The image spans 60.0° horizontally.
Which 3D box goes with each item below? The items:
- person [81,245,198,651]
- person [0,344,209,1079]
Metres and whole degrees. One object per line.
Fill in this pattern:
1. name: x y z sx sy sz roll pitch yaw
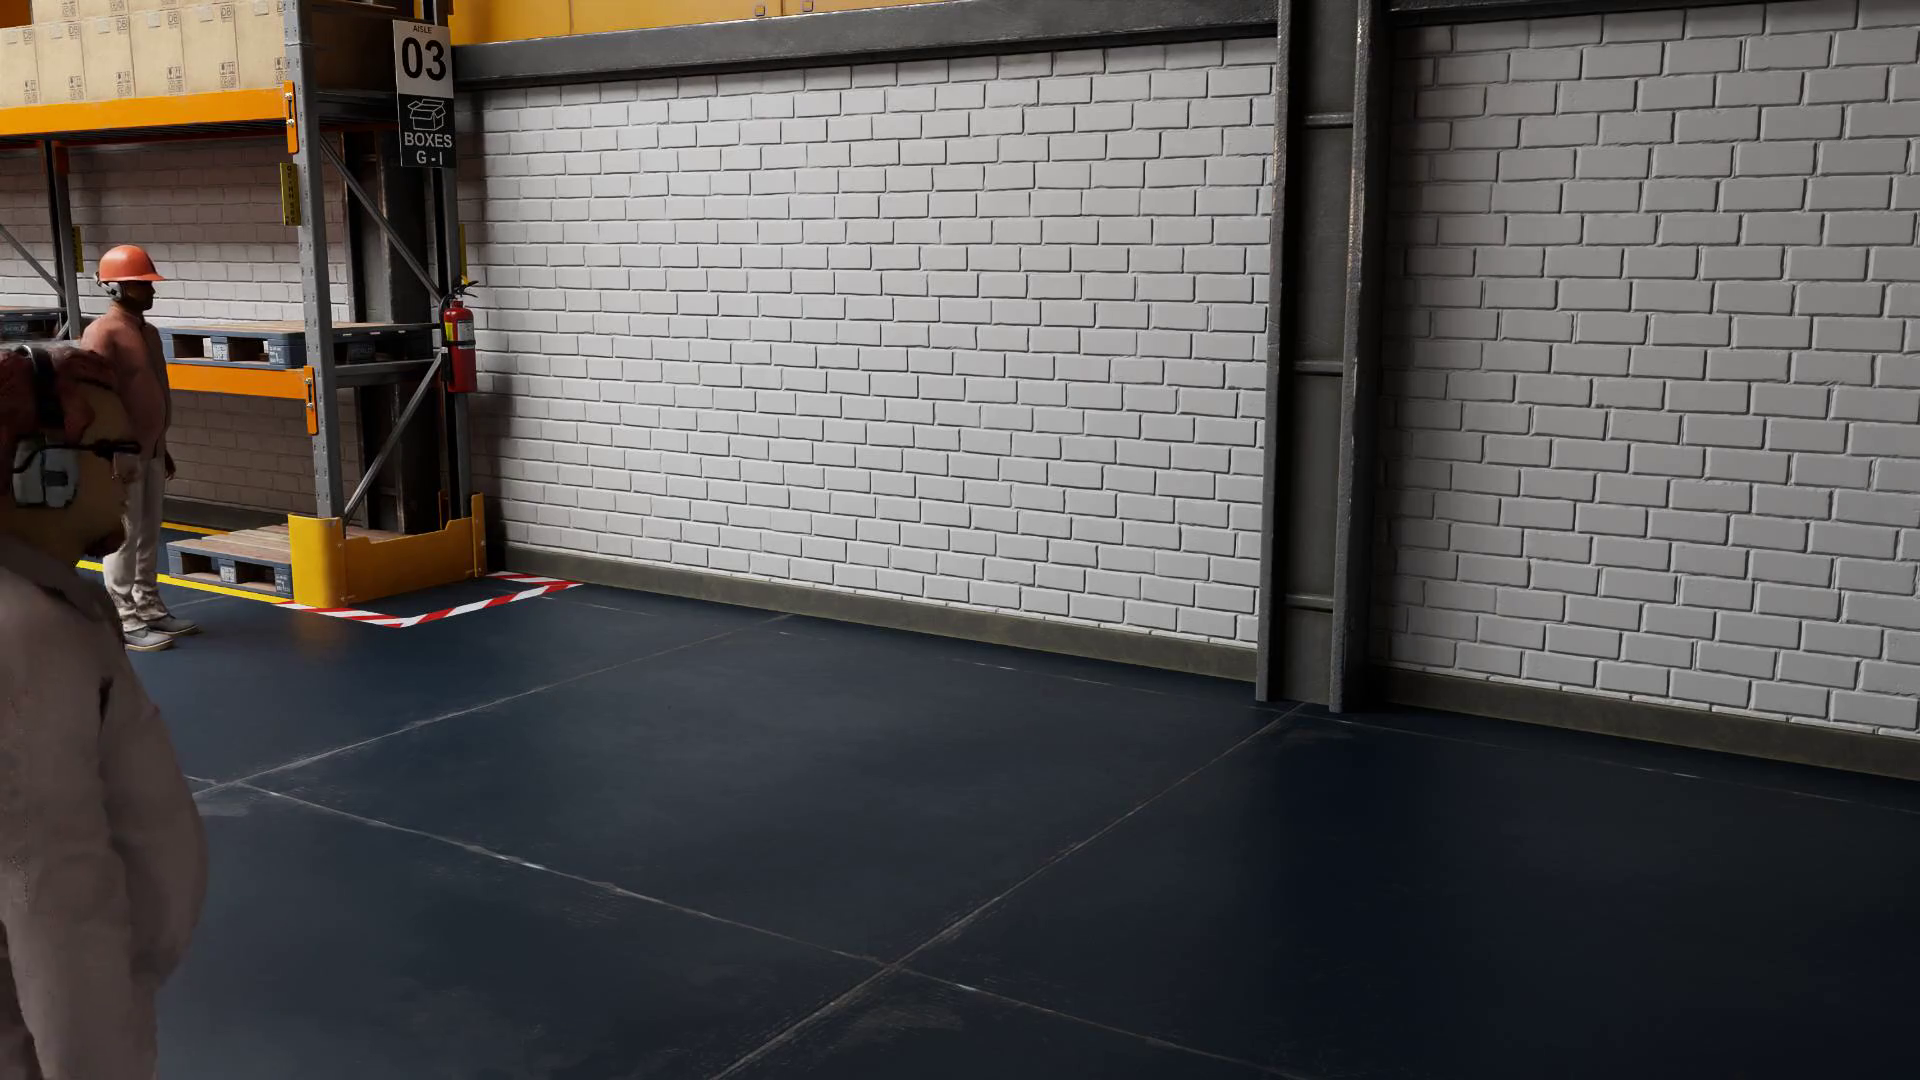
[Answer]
1. person: -4.094 -0.458 8.291 0.389 1.996 0.612 0 10 -1
2. person: -1.277 0.678 2.344 0.425 1.883 0.703 -8 13 -37
